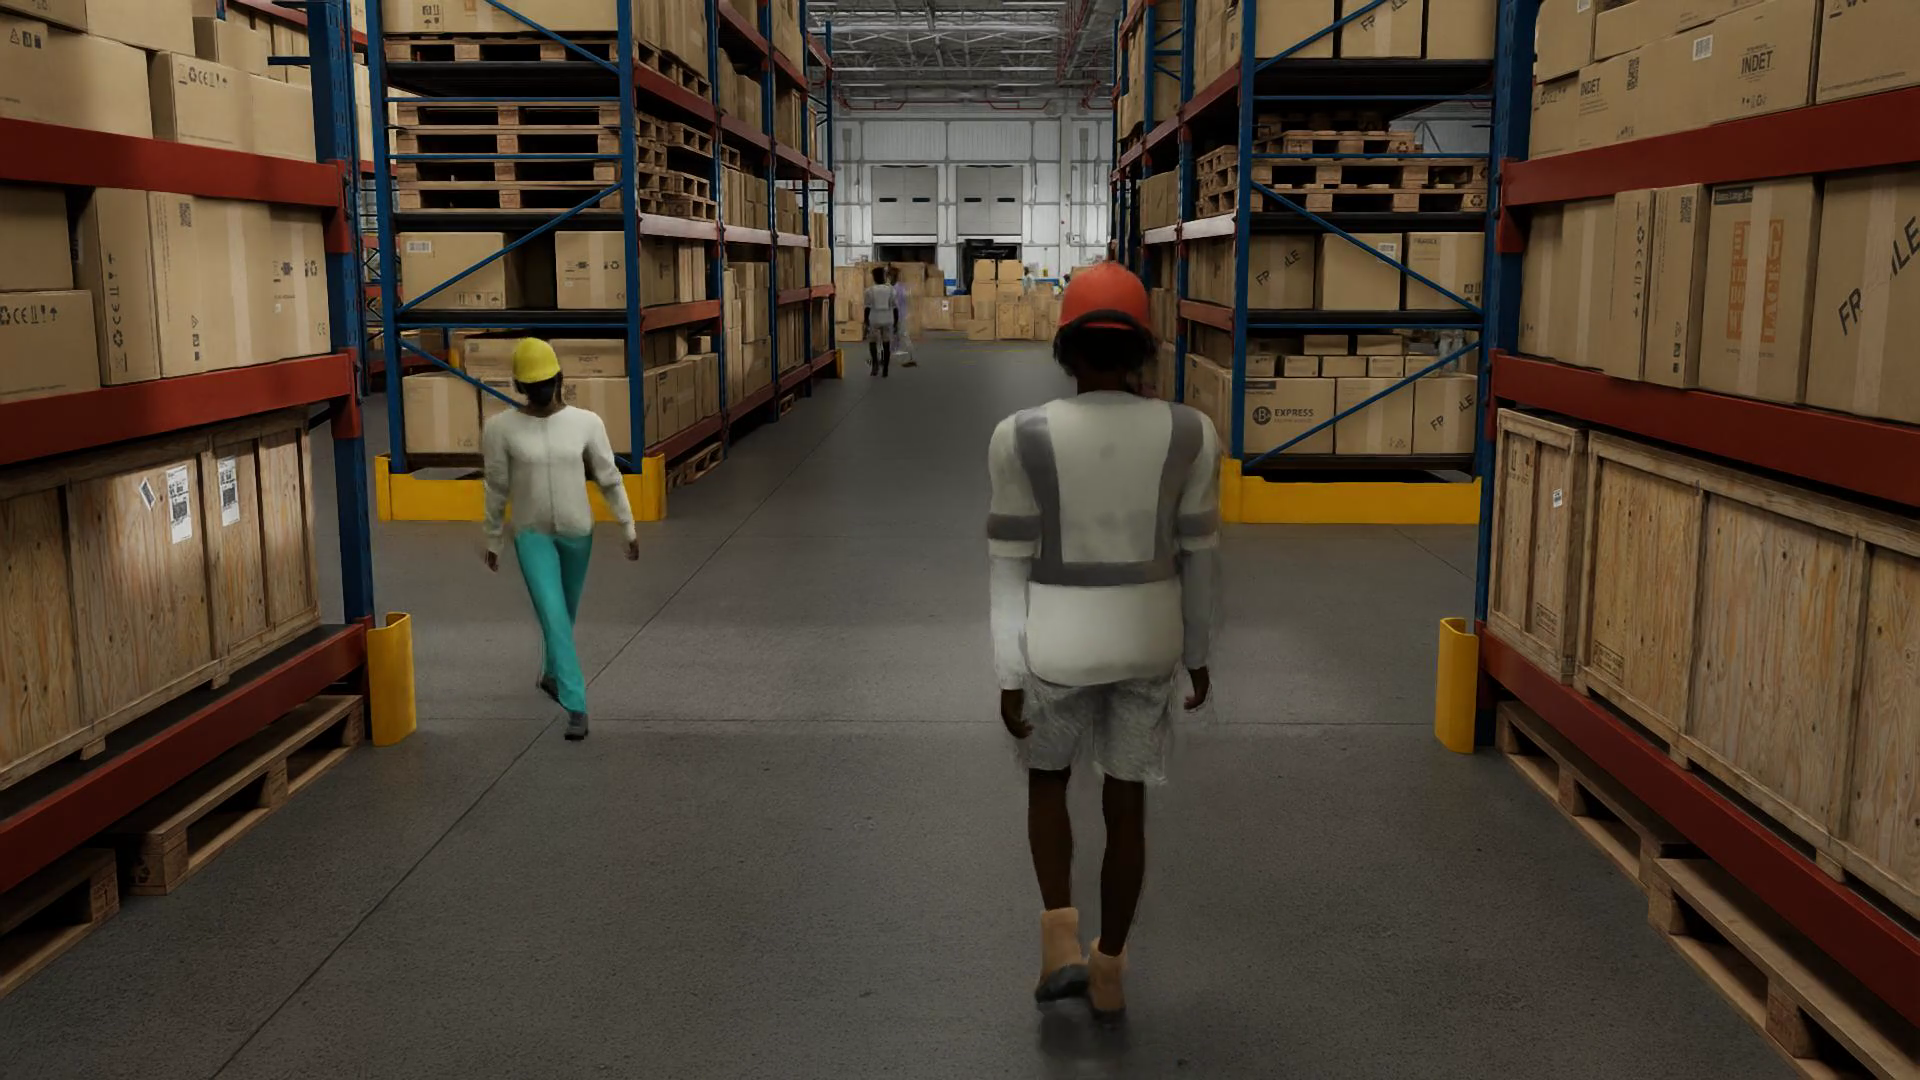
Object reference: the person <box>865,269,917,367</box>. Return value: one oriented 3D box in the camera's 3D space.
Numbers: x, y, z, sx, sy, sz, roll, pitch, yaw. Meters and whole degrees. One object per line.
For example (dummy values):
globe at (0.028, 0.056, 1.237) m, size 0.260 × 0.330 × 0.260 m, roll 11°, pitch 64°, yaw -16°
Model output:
person at (-1.294, -4.262, 32.075) m, size 1.037 × 1.879 × 0.660 m, roll -3°, pitch 10°, yaw -17°

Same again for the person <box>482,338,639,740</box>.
person at (-1.752, -0.032, 7.269) m, size 0.621 × 1.702 × 0.927 m, roll -4°, pitch 10°, yaw -24°

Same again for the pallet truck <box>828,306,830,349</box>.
pallet truck at (-3.100, -3.940, 29.800) m, size 1.885 × 1.965 × 0.823 m, roll 3°, pitch 10°, yaw 19°

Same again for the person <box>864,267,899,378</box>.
person at (-1.363, -3.808, 29.162) m, size 0.644 × 1.939 × 0.508 m, roll -1°, pitch 10°, yaw -9°

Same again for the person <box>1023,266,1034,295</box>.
person at (2.397, -8.504, 57.399) m, size 0.583 × 1.919 × 0.628 m, roll -5°, pitch 11°, yaw -26°

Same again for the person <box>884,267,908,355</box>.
person at (-1.432, -5.001, 36.417) m, size 0.462 × 1.911 × 0.618 m, roll -8°, pitch 13°, yaw -41°

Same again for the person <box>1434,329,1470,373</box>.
person at (7.579, -3.055, 25.611) m, size 0.517 × 1.622 × 0.499 m, roll 2°, pitch 10°, yaw 10°

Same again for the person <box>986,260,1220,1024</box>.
person at (0.377, 0.284, 4.409) m, size 0.617 × 2.027 × 0.423 m, roll 0°, pitch 9°, yaw -1°

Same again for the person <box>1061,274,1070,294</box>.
person at (3.928, -8.806, 60.132) m, size 0.528 × 1.602 × 0.790 m, roll 8°, pitch 12°, yaw 40°

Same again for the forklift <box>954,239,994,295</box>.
forklift at (0.663, -8.876, 56.731) m, size 1.129 × 2.768 × 1.873 m, roll -5°, pitch 11°, yaw -29°
